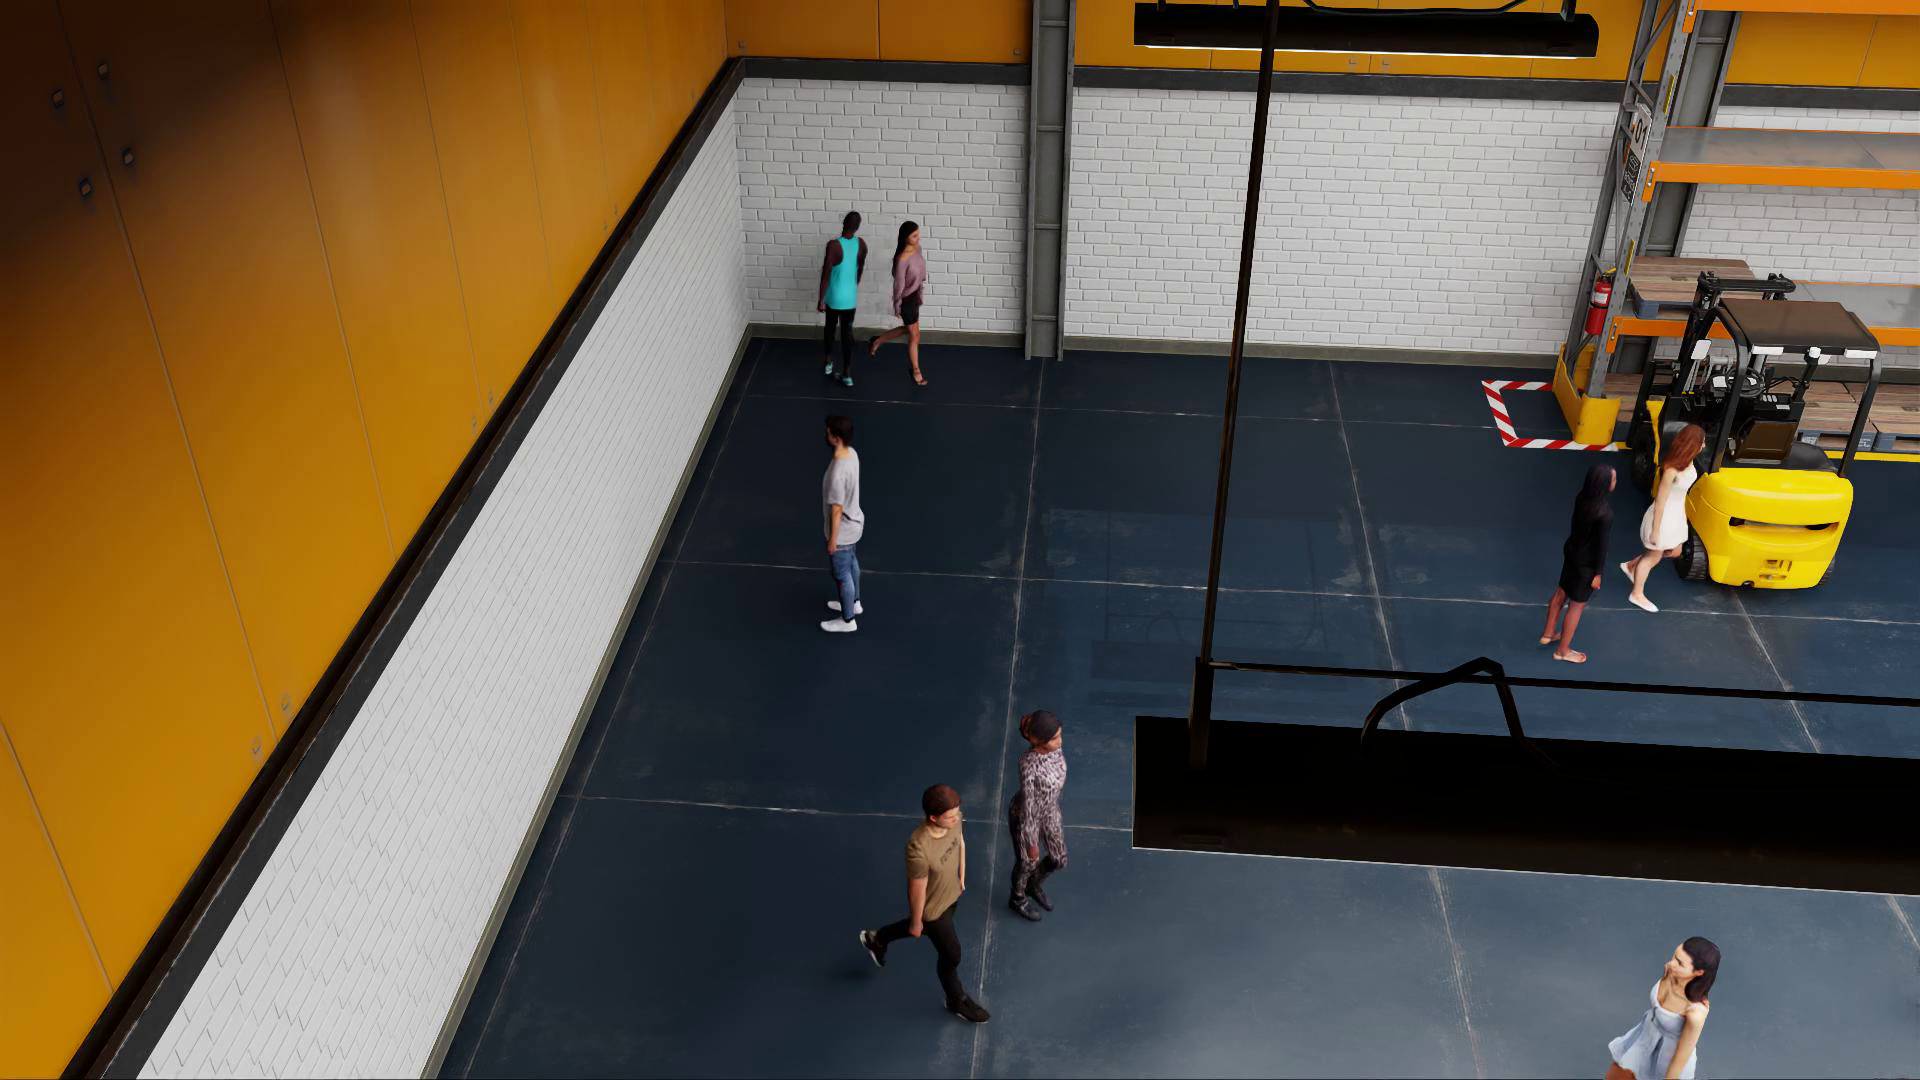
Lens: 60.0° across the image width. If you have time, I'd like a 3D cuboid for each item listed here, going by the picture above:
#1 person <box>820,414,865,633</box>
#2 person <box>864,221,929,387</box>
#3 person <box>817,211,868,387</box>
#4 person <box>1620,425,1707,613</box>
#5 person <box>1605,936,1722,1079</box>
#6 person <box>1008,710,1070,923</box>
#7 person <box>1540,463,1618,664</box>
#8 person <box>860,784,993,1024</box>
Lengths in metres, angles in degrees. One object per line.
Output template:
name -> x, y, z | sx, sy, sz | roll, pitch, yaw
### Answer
person -> -0.907, -0.144, 13.182 | 0.572, 1.889, 0.661 | 3, 34, 4
person -> -0.607, -2.364, 16.610 | 1.031, 1.790, 0.818 | 12, 35, 17
person -> -1.177, -2.382, 16.661 | 0.823, 1.765, 0.913 | -19, 38, -26
person -> 5.626, -0.222, 13.472 | 0.774, 1.697, 0.834 | -26, 41, -33
person -> 3.868, 2.792, 8.953 | 1.201, 1.681, 0.759 | -4, 34, -5
person -> 0.406, 1.724, 10.541 | 0.727, 1.702, 0.772 | -29, 43, -36
person -> 4.826, 0.154, 12.886 | 0.559, 1.720, 0.651 | -4, 34, -6
person -> -0.218, 2.101, 9.862 | 1.257, 1.825, 0.985 | 14, 36, 19
